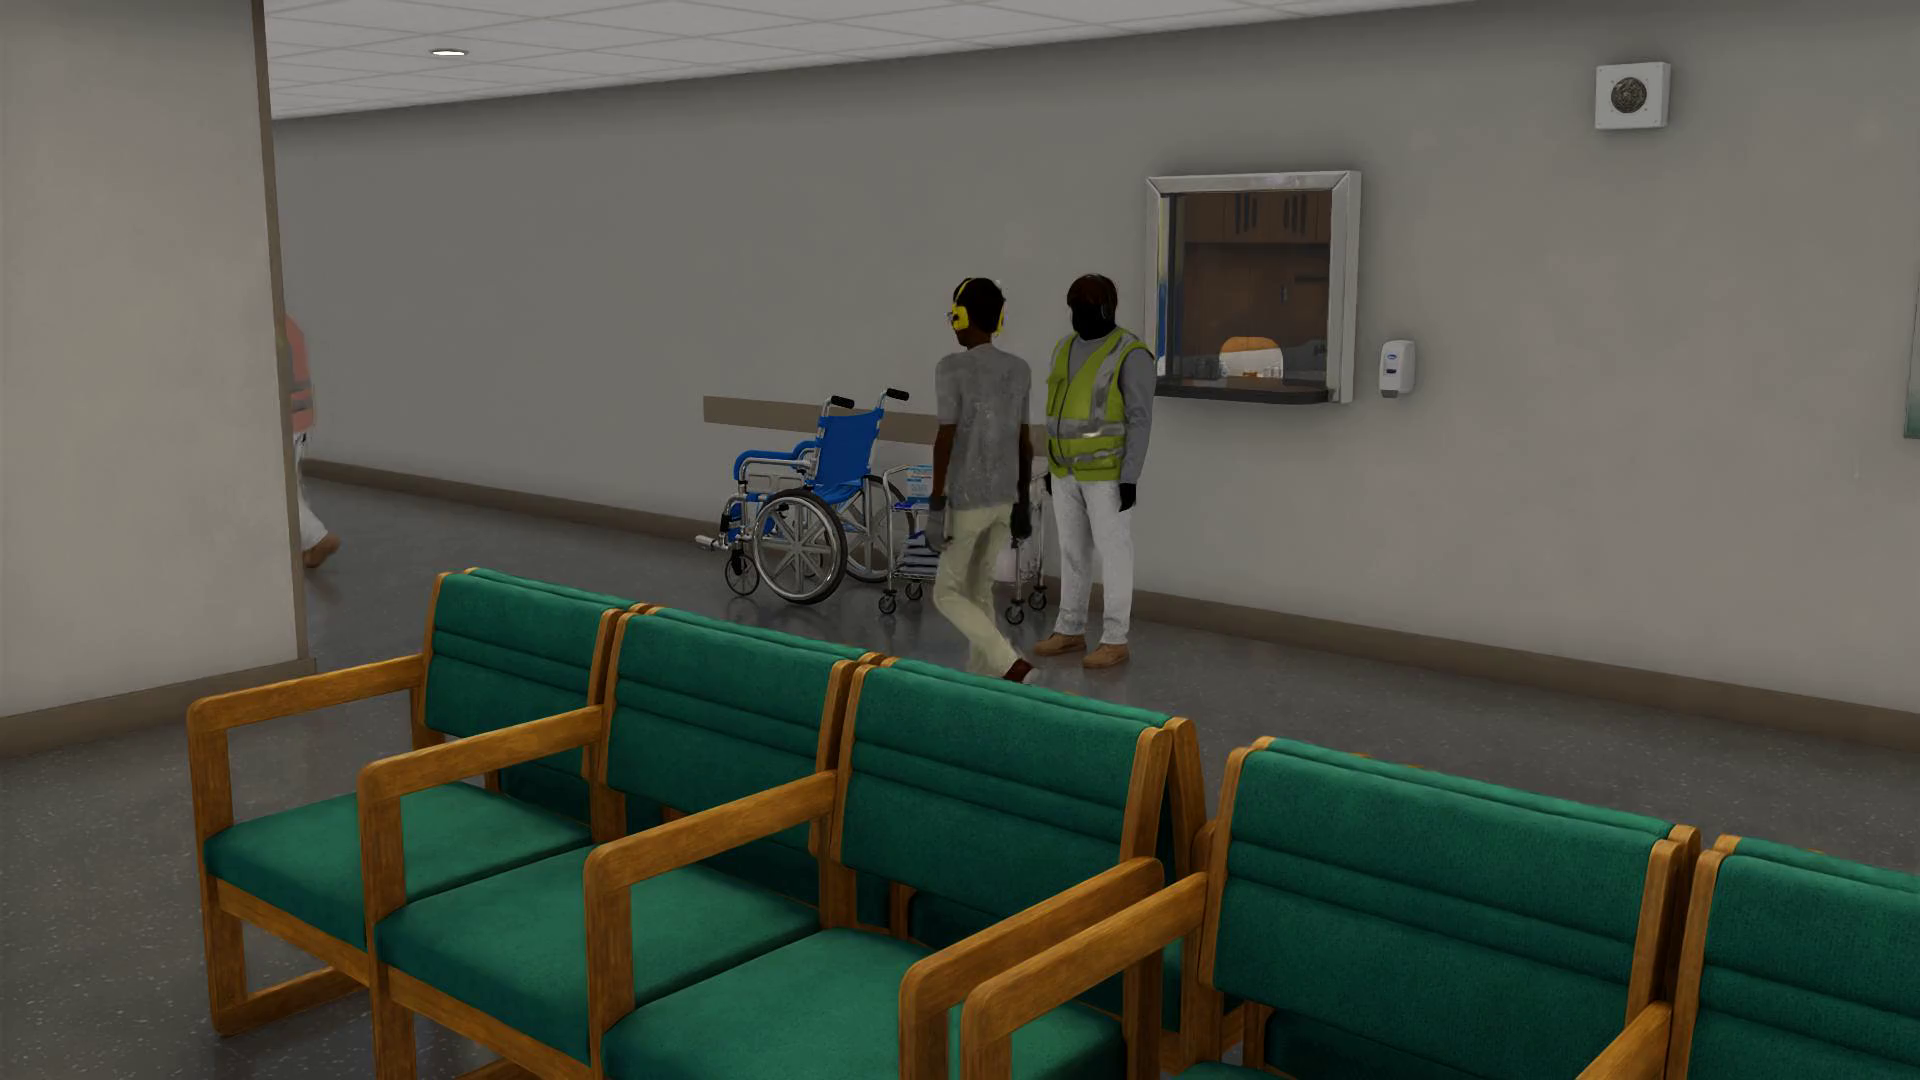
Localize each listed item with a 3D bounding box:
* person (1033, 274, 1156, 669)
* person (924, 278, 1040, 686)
[{"bbox_3d":[0.614,-0.320,7.826,0.429,1.839,0.623,-8,13,-40],"label":"person"},{"bbox_3d":[0.112,-0.134,6.742,0.537,1.841,0.564,-9,13,-42],"label":"person"}]
